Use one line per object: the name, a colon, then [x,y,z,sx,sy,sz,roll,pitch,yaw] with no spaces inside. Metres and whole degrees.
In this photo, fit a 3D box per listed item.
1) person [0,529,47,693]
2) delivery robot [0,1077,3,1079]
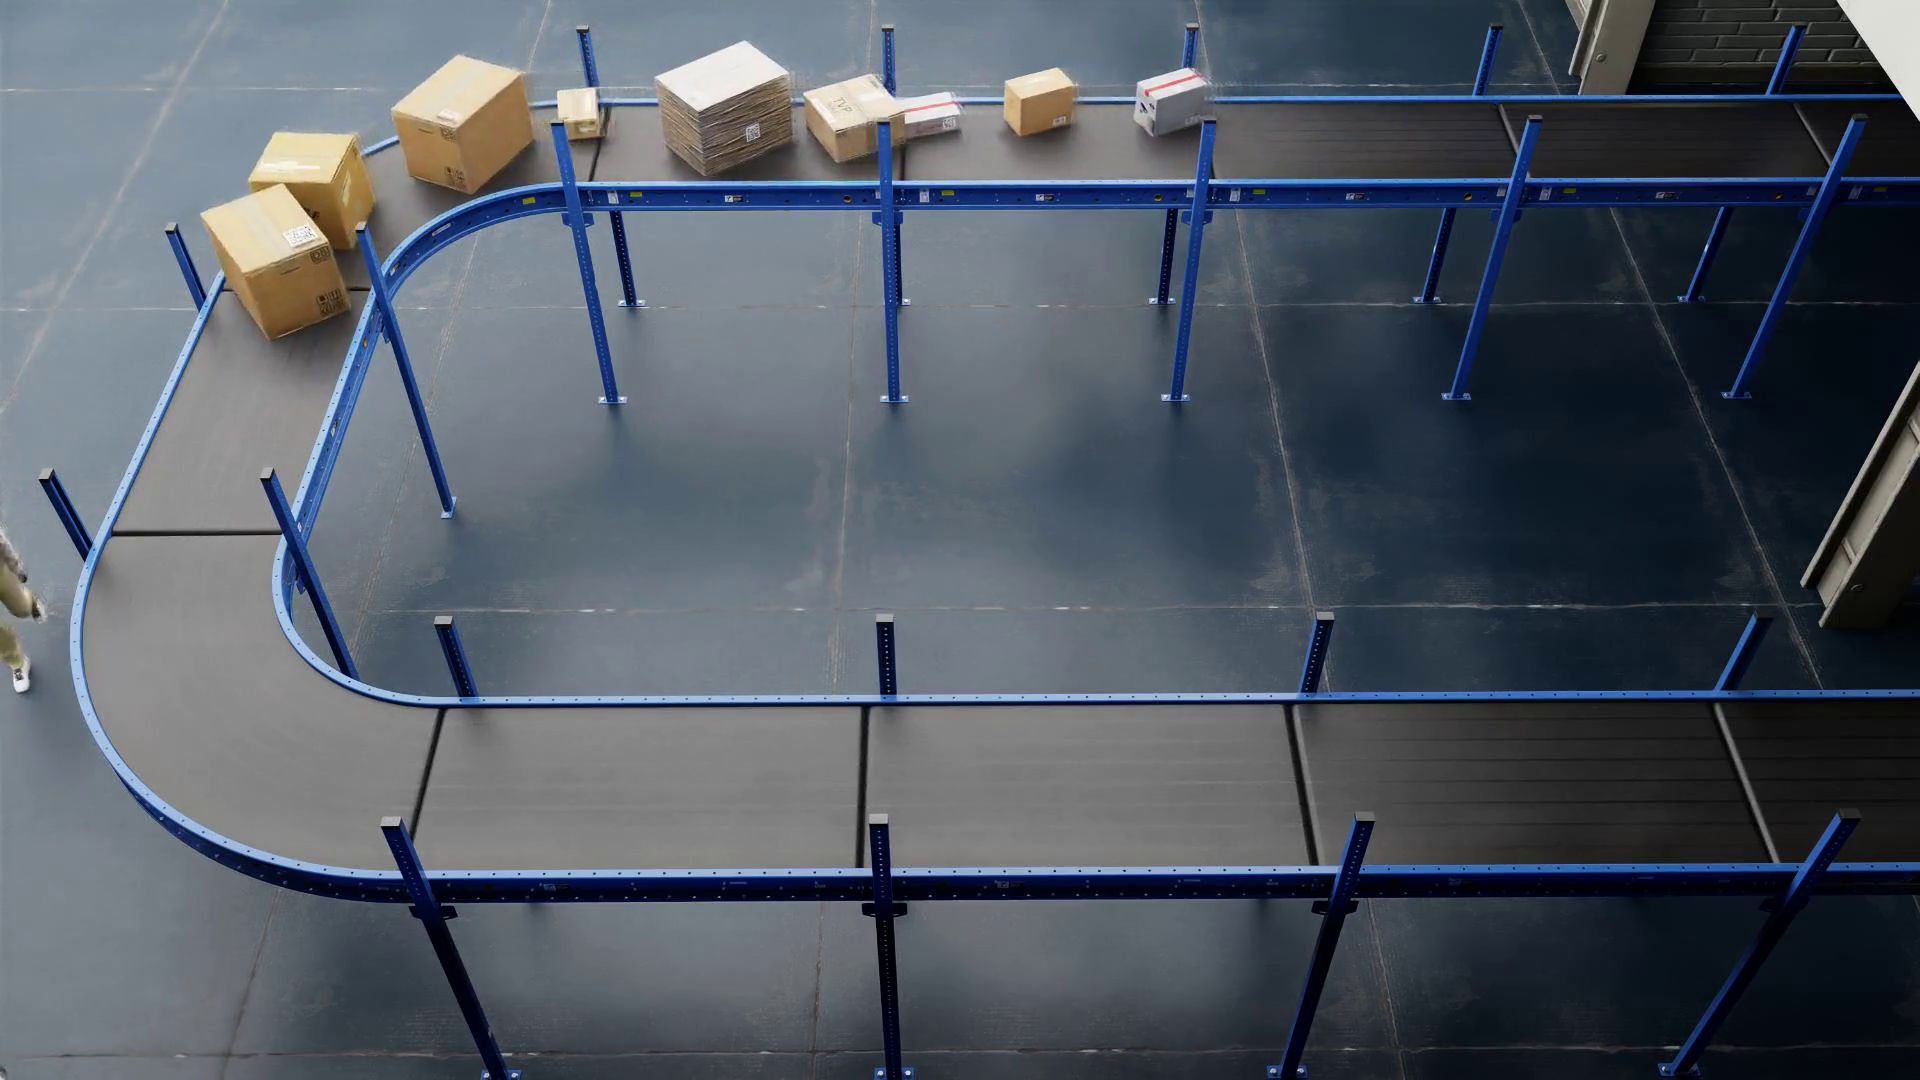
person: [-5.736,0.171,10.003,0.518,1.618,0.545,-17,49,-16]
delivery robot: [-4.711,2.771,8.264,0.707,0.478,0.477,30,54,25]
